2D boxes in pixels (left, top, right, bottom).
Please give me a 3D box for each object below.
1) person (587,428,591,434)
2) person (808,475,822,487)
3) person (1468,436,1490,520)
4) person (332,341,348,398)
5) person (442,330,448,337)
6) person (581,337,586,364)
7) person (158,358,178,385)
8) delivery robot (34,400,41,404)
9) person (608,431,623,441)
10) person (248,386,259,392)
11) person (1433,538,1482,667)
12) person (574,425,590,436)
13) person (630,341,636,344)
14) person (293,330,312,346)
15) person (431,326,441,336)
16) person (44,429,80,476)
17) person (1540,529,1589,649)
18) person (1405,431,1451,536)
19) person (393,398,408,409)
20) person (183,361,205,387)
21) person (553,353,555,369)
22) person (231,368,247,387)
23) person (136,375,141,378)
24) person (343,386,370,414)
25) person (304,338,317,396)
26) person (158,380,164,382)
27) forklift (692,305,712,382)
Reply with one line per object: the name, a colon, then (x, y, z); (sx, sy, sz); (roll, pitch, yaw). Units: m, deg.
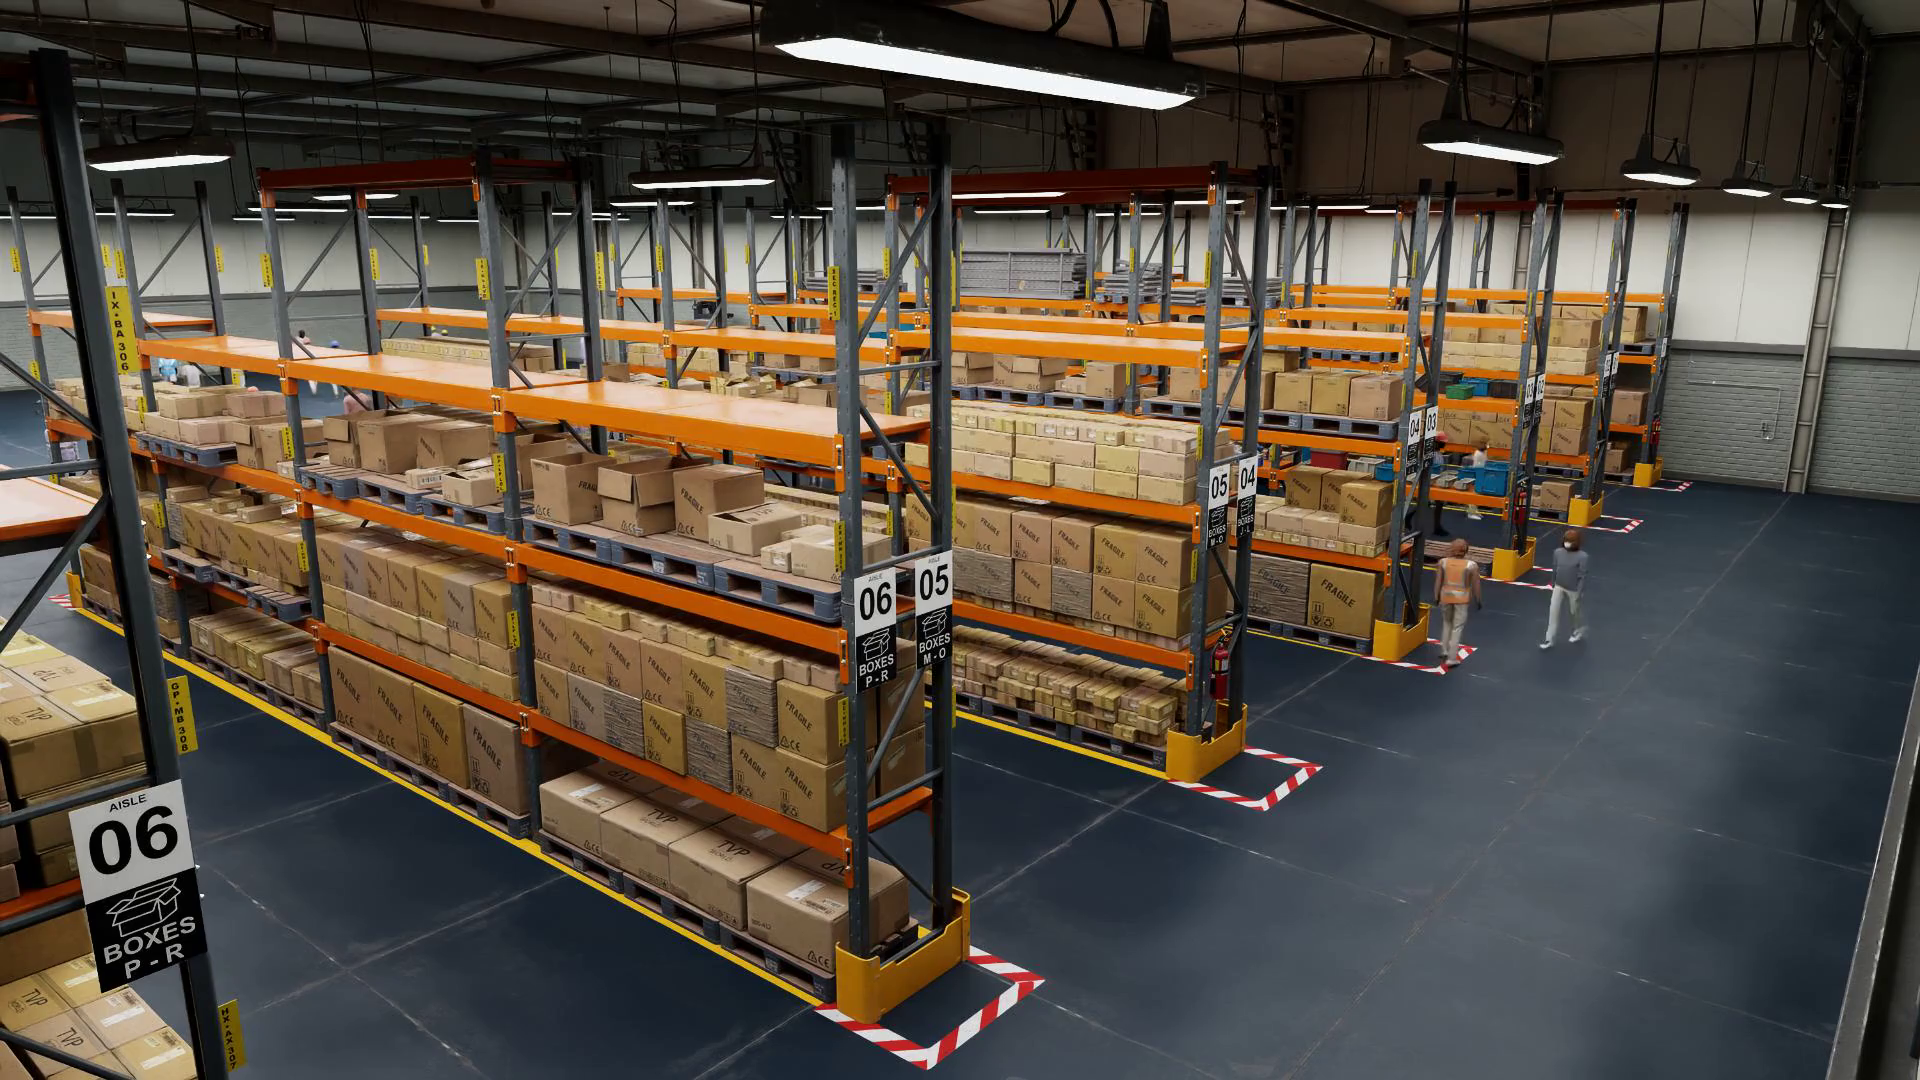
person: (-9.148, -3.063, 31.214); (0.585, 1.928, 0.368); (7, 15, 26)
person: (-2.838, -1.533, 25.036); (0.335, 1.873, 0.520); (13, 19, 43)
person: (9.980, -1.186, 24.134); (0.374, 1.617, 0.521); (11, 17, 37)
person: (-20.894, -5.721, 42.248); (0.613, 1.889, 1.019); (-3, 14, -13)
person: (-20.136, -7.364, 49.342); (0.536, 1.711, 0.963); (-3, 14, -13)
person: (-13.878, -6.880, 46.974); (0.427, 1.905, 0.675); (-1, 14, -2)
person: (-26.280, -5.497, 41.818); (0.537, 1.645, 0.923); (-6, 15, -25)
delivery robot: (-27.829, -4.261, 38.354); (0.698, 0.223, 0.335); (2, 14, 7)
person: (-9.166, -3.589, 33.364); (0.543, 1.933, 0.363); (0, 14, 2)
person: (-16.356, -2.607, 29.314); (0.368, 1.935, 0.552); (-3, 14, -12)
person: (6.350, 0.780, 16.046); (0.554, 1.611, 0.651); (11, 18, 39)
person: (-8.917, -2.645, 29.350); (0.917, 2.014, 0.609); (-5, 14, -19)
person: (-11.675, -6.488, 45.441); (1.023, 1.858, 0.597); (-2, 14, -9)
person: (-24.952, -7.071, 47.953); (0.953, 1.795, 0.639); (12, 18, 41)
person: (-21.004, -7.636, 50.289); (0.789, 1.796, 0.620); (13, 19, 42)
person: (-18.065, -1.658, 25.413); (0.357, 1.938, 0.543); (9, 16, 32)
person: (8.089, 0.630, 16.712); (0.802, 1.600, 0.502); (-10, 17, -37)
person: (8.578, -1.055, 22.975); (0.814, 1.917, 0.554); (11, 18, 38)
person: (-16.100, -4.179, 35.888); (0.651, 1.882, 1.003); (-8, 16, -30)
person: (-22.972, -4.632, 37.804); (0.548, 1.859, 0.385); (-13, 18, -42)
person: (-13.373, -5.442, 41.665); (0.816, 1.589, 0.524); (0, 14, 0)
person: (-23.690, -5.424, 41.202); (0.644, 1.801, 0.954); (-6, 15, -24)
person: (-22.270, -3.697, 34.419); (0.308, 1.641, 0.514); (-11, 17, -38)
person: (-14.695, -2.904, 30.714); (0.666, 1.843, 1.019); (-13, 19, -43)
person: (-22.046, -5.892, 42.814); (0.631, 1.955, 0.965); (-10, 17, -37)
person: (-21.033, -3.441, 33.402); (0.517, 1.618, 0.661); (-3, 14, -13)
forklift: (-9.511, -7.392, 47.124); (1.873, 2.768, 1.129); (11, 17, 38)
